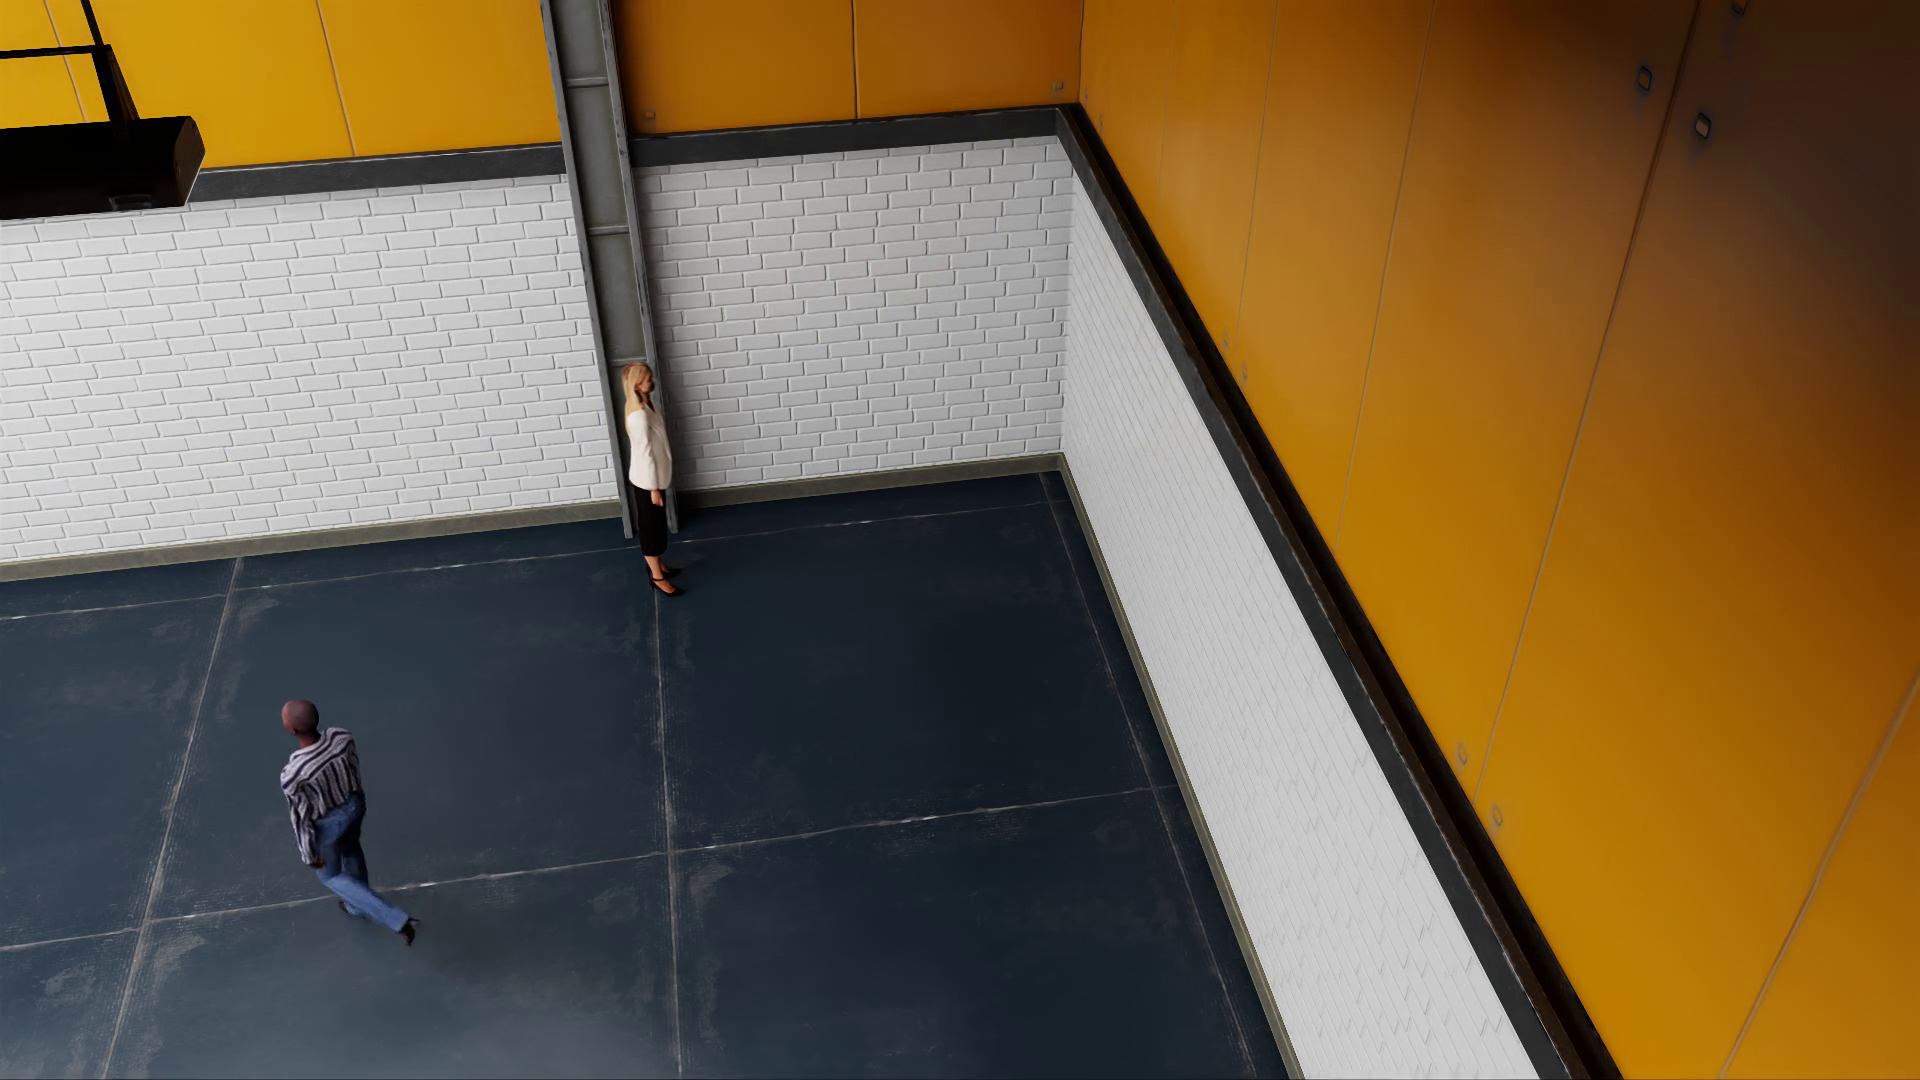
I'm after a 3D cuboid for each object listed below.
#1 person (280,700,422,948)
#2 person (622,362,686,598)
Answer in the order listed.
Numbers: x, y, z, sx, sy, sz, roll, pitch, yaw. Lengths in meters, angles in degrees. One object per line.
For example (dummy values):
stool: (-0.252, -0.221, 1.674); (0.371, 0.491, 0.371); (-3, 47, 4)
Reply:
person: (-3.309, 1.558, 8.967); (1.074, 1.778, 0.969); (18, 42, 21)
person: (-2.113, -0.416, 11.376); (0.516, 1.858, 0.604); (-7, 39, -9)
